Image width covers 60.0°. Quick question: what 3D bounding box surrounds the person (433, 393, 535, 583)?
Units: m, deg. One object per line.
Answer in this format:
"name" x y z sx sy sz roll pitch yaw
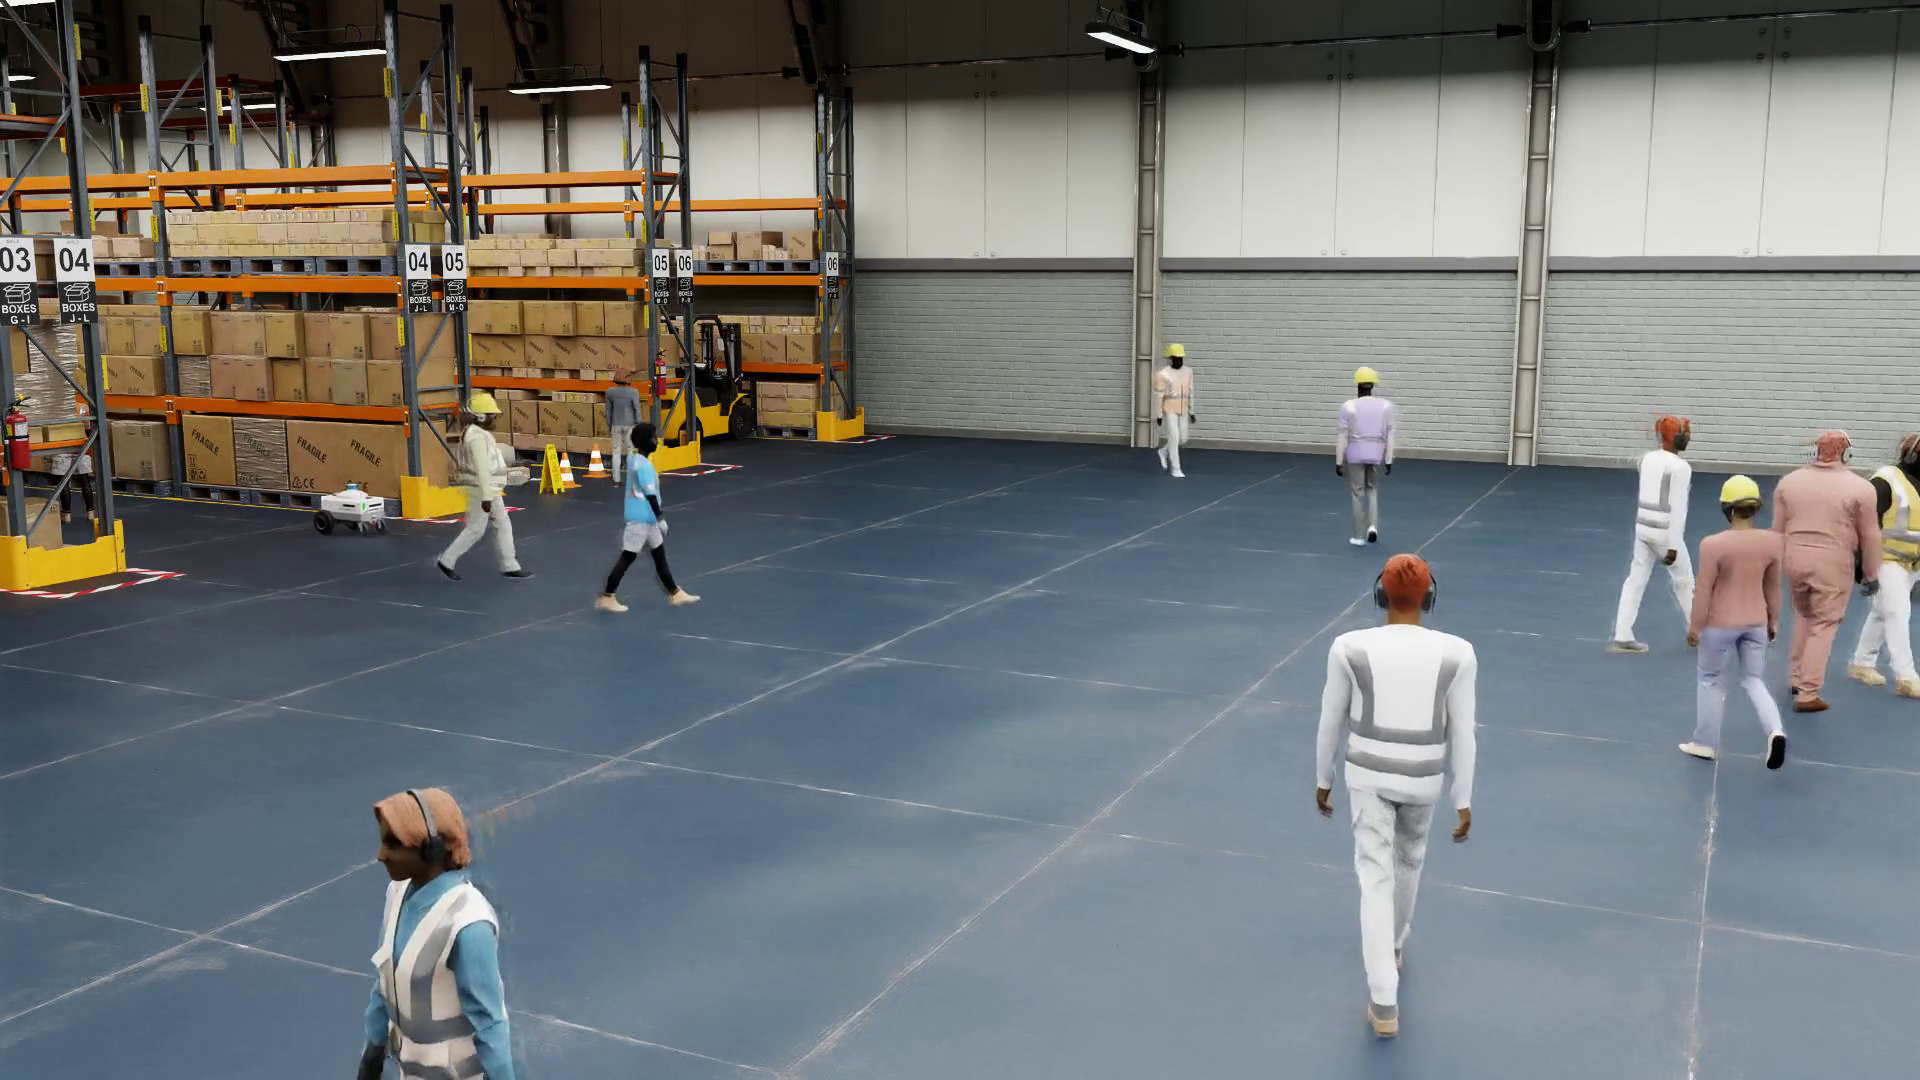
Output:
"person" -4.519 -0.481 15.613 0.879 1.799 0.603 -2 9 -10

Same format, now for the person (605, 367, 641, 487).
"person" -4.541 -1.522 22.485 0.507 1.632 0.265 2 10 13

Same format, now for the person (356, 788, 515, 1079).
"person" -1.450 1.445 4.368 0.814 1.597 0.549 -7 12 -36

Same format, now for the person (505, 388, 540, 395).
"person" -7.359 -2.568 27.922 0.635 1.960 0.390 1 9 8

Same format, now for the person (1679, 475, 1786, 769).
"person" 4.580 0.493 9.794 0.545 1.749 0.681 -1 9 -8

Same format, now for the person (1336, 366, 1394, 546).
"person" 4.290 -0.884 17.703 0.609 1.915 0.416 -1 9 -6

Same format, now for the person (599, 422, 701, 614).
"person" -2.714 -0.189 14.275 0.891 1.649 0.540 -3 10 -16

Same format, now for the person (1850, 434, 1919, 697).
"person" 6.626 0.175 11.560 0.637 1.803 0.870 -4 10 -23

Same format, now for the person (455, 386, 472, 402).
"person" -8.430 -2.538 27.921 0.944 1.911 0.642 5 11 28

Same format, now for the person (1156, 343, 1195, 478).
"person" 3.032 -1.863 23.724 0.587 1.912 0.687 -5 11 -29

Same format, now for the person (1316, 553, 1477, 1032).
"person" 1.738 0.958 6.691 0.596 1.829 0.974 1 9 9

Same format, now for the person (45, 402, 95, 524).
"person" -10.332 -1.035 19.298 0.539 1.698 0.318 -9 13 -43

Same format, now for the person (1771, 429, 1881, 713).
"person" 5.833 0.200 11.183 0.761 1.882 0.644 -6 11 -33

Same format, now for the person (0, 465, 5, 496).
"person" -11.128 -1.102 18.998 0.643 1.929 0.534 3 10 18

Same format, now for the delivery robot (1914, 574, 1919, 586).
"delivery robot" 8.619 0.207 14.901 0.707 0.478 0.477 3 10 18

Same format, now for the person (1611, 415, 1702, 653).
"person" 5.472 -0.035 12.757 0.956 1.837 0.581 -3 10 -16

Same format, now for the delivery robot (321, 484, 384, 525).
"delivery robot" -6.760 -0.382 18.510 0.707 0.478 0.477 5 10 27
